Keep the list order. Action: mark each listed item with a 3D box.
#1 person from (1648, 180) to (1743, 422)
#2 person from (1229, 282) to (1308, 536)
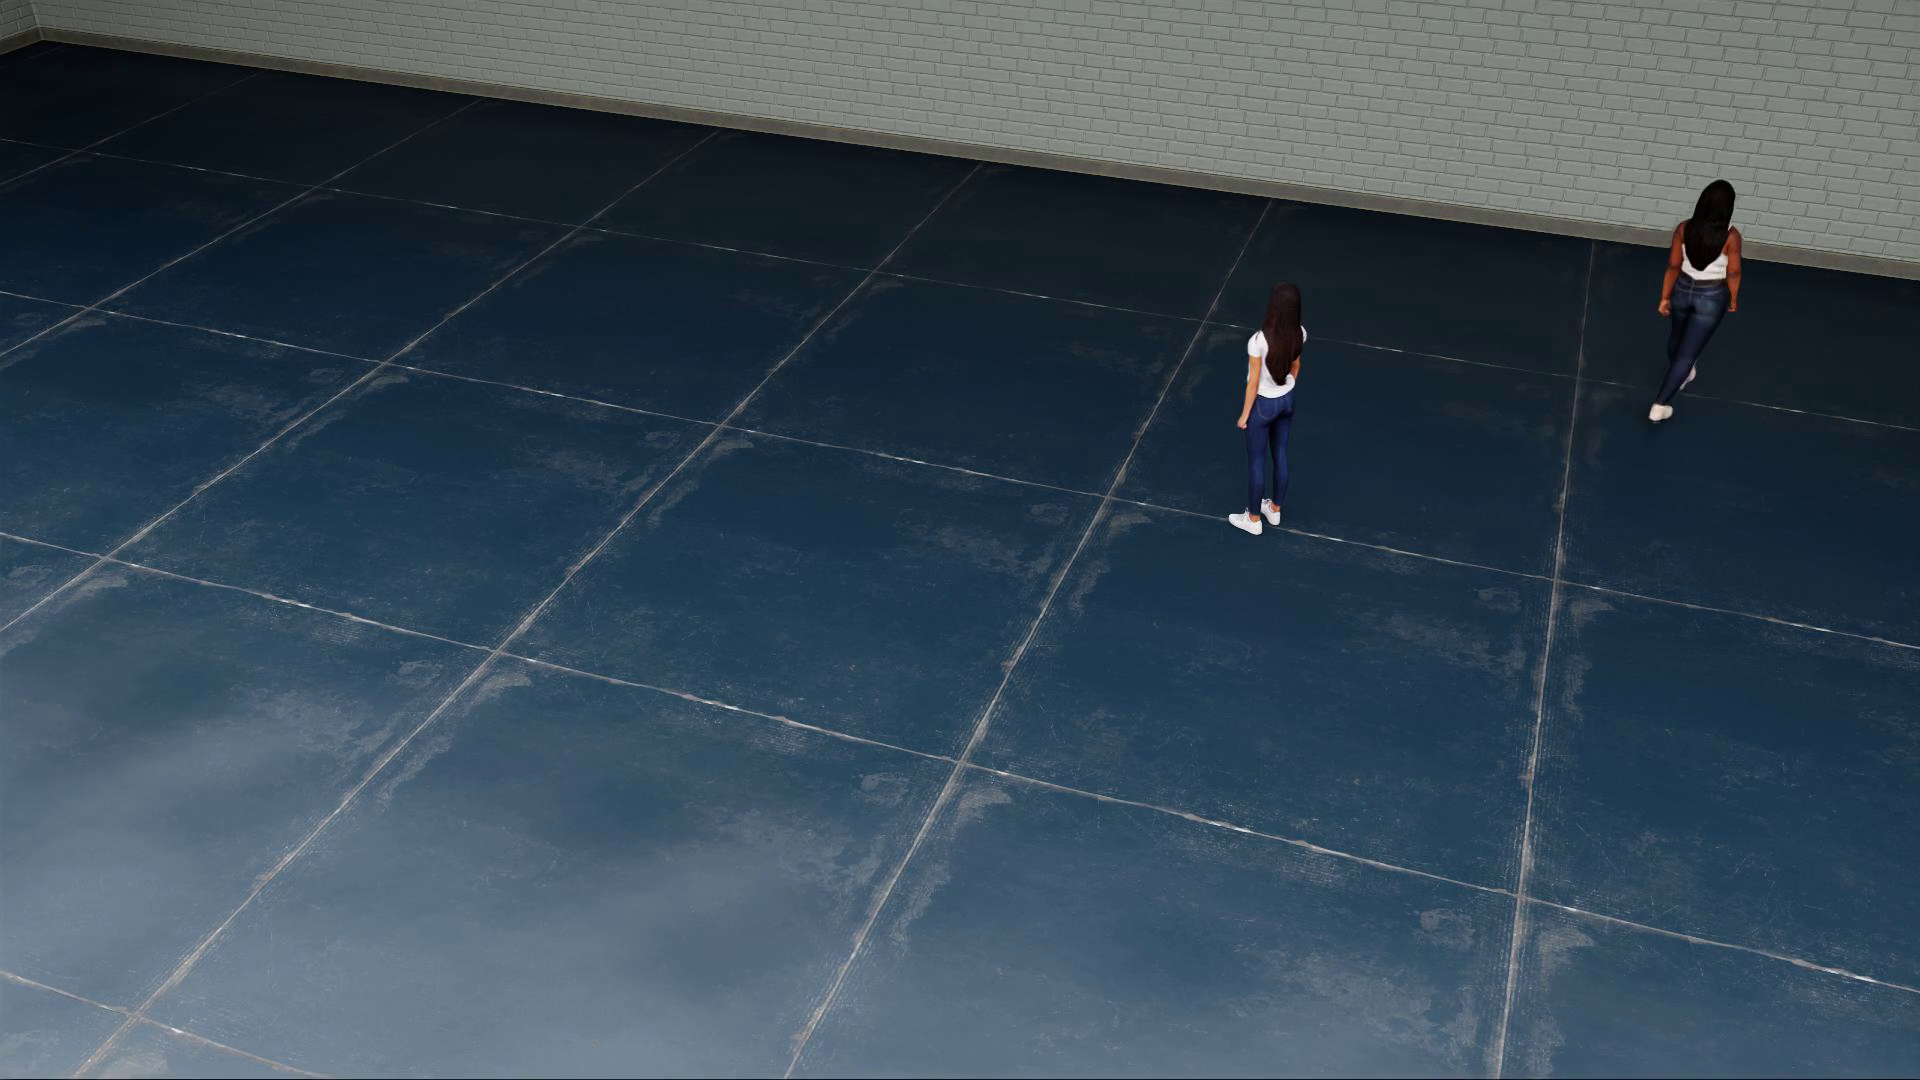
[{"bbox_3d":[5.343,-1.698,12.123,1.239,1.767,1.025,-25,41,-33],"label":"person"},{"bbox_3d":[2.029,-0.853,10.817,0.642,1.775,0.726,-19,37,-26],"label":"person"}]
